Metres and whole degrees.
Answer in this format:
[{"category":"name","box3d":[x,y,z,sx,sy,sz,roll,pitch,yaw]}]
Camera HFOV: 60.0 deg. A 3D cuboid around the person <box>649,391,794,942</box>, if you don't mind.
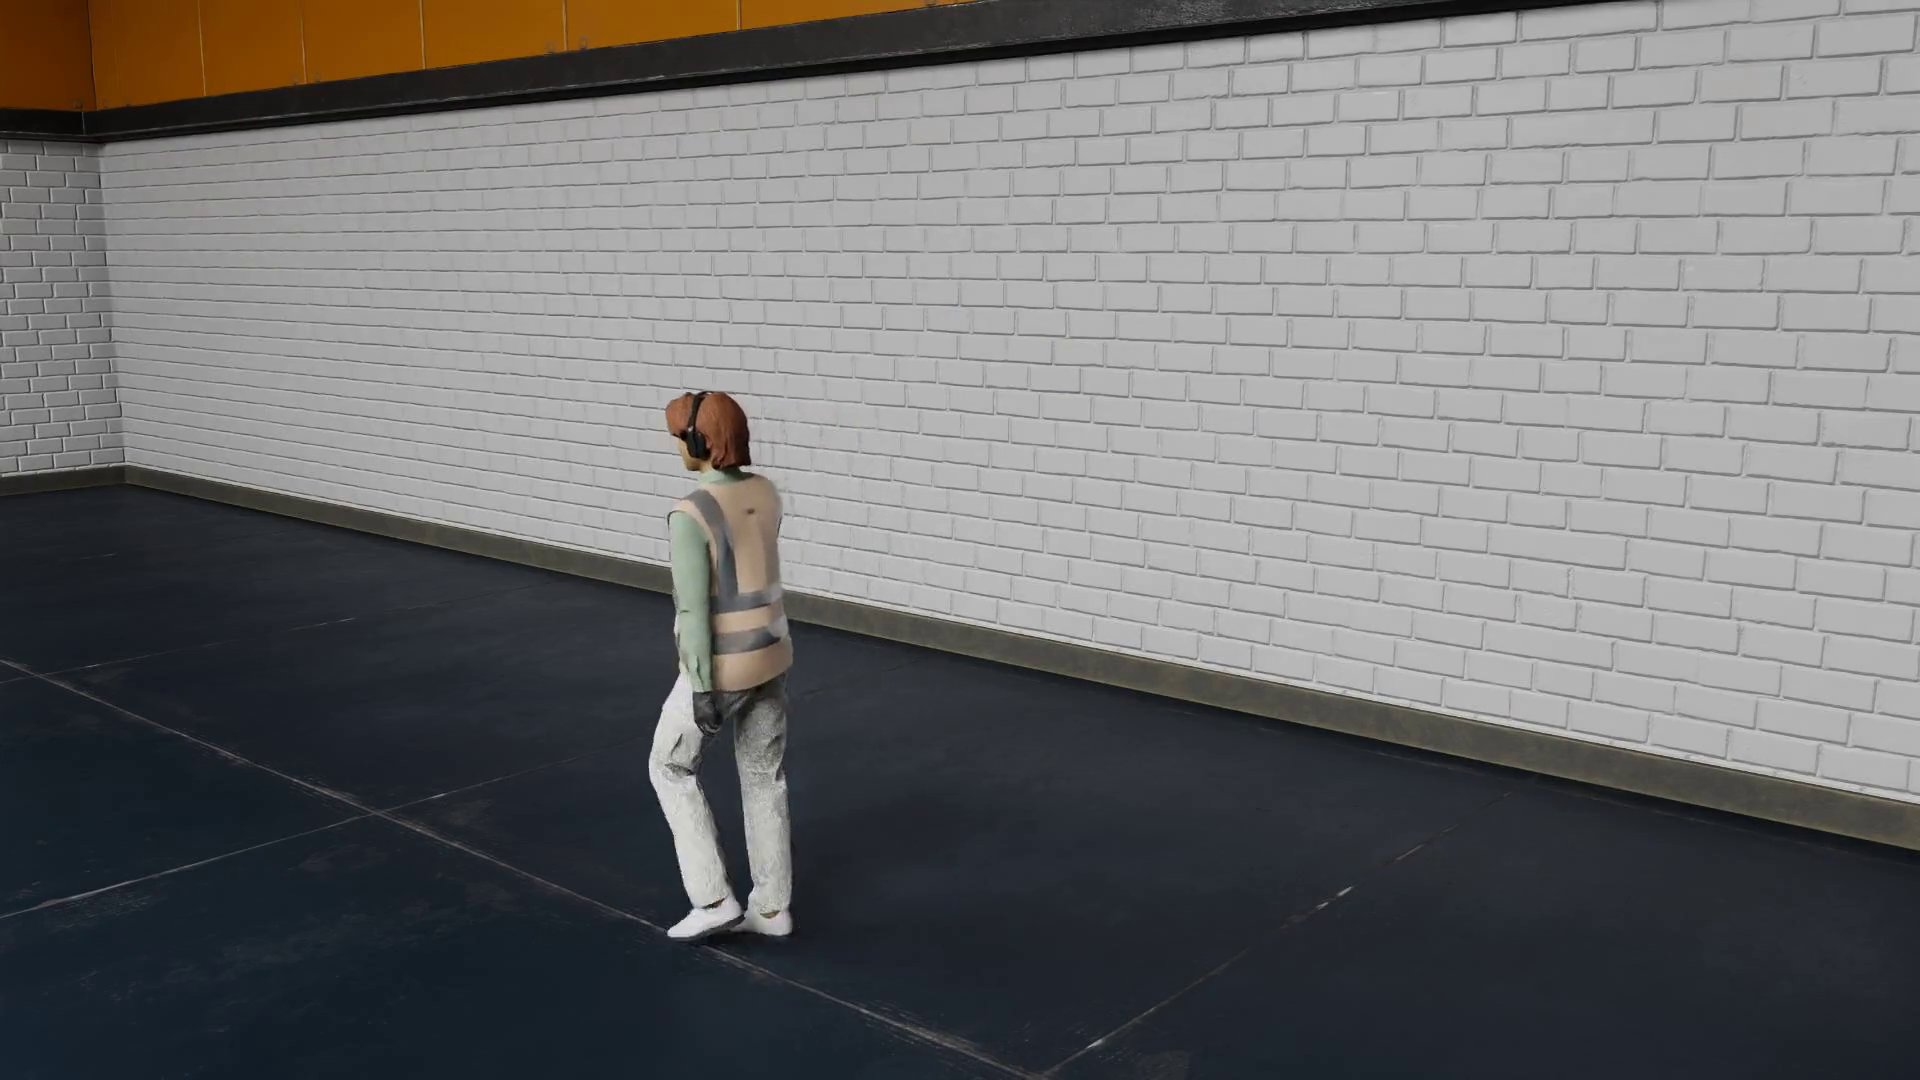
[{"category":"person","box3d":[-0.686,0.382,4.816,0.471,1.623,0.513,6,12,30]}]
